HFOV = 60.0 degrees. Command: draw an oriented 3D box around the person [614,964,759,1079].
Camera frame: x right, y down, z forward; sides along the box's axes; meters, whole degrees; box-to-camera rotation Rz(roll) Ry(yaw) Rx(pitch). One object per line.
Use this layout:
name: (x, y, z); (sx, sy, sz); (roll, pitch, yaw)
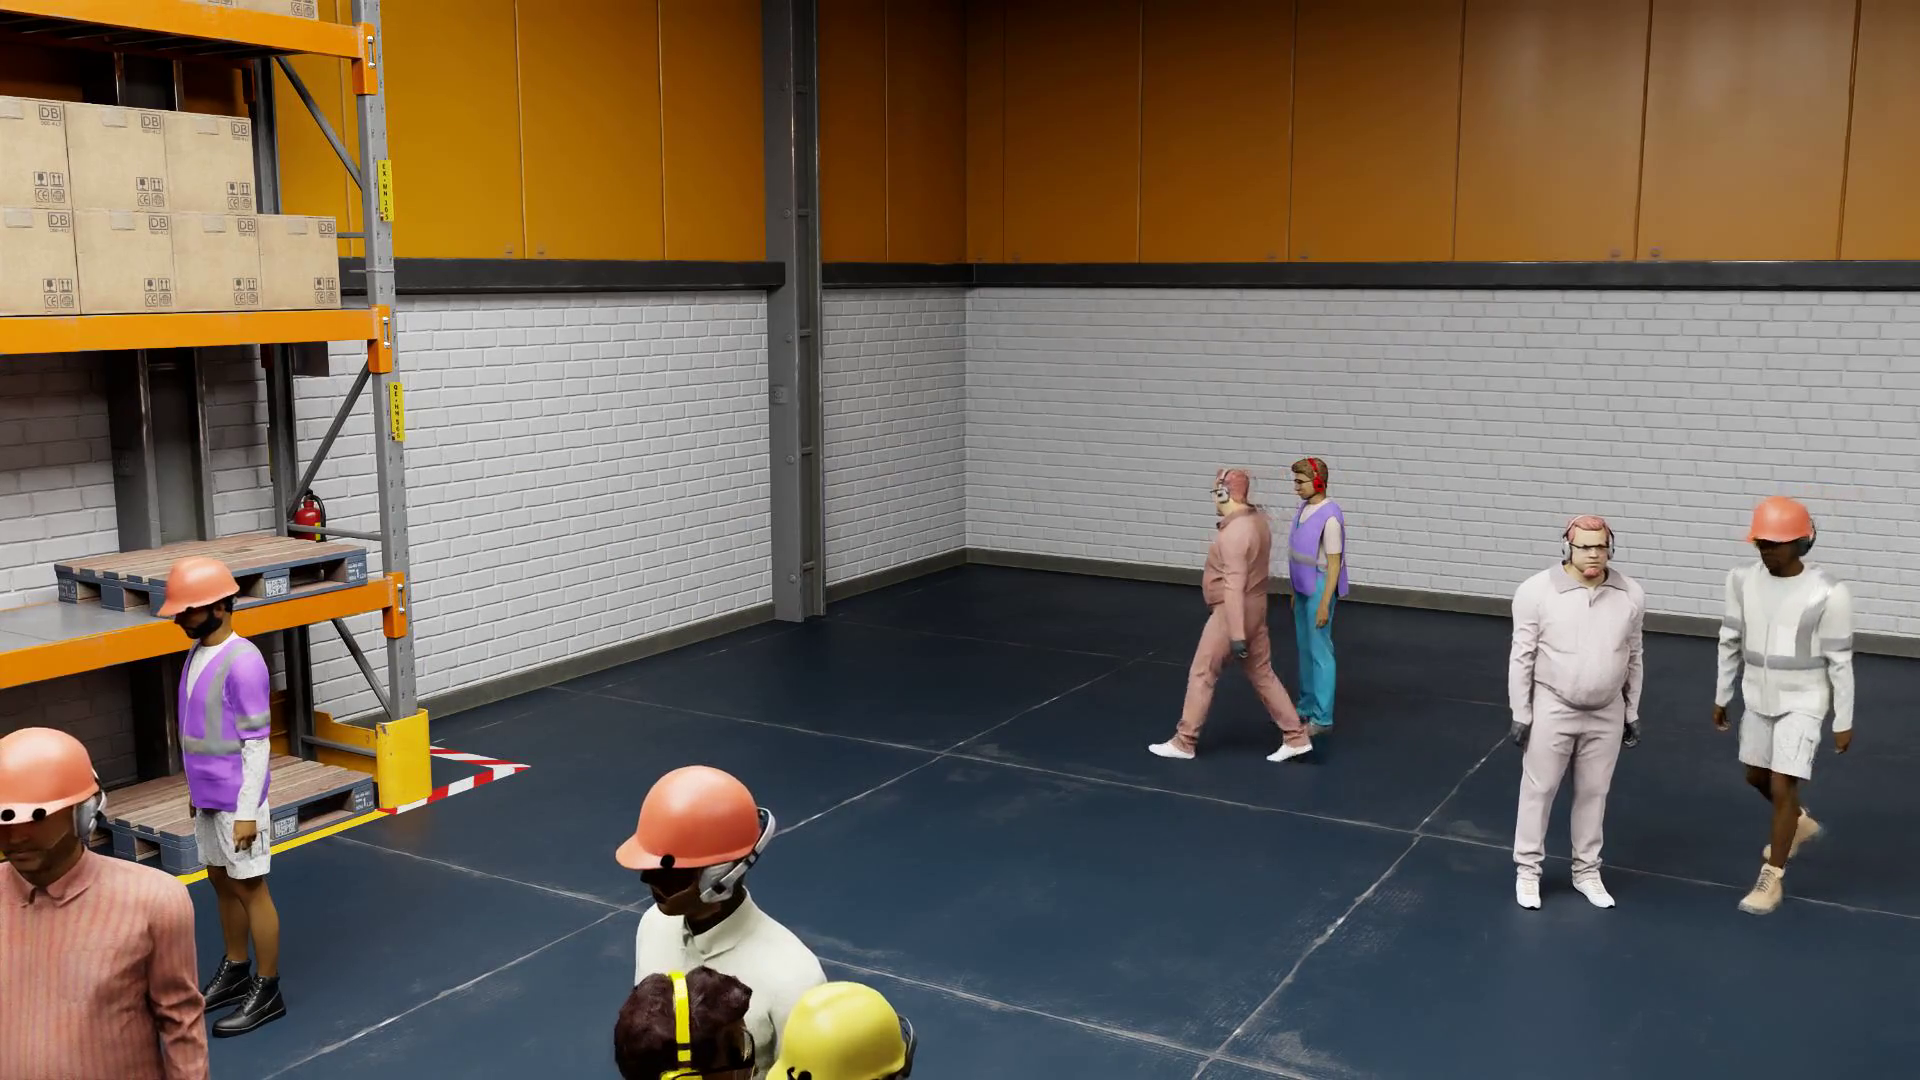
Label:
person: (-0.484, 1.641, 2.916); (0.310, 1.868, 0.533); (-4, 10, -24)

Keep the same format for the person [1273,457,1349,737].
person: (2.338, 0.371, 10.936); (0.389, 1.838, 0.563); (-1, 9, -9)

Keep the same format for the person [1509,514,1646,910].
person: (2.941, 0.821, 7.916); (0.645, 1.907, 0.400); (0, 9, -1)

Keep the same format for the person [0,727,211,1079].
person: (-2.115, 1.410, 3.960); (0.613, 1.995, 0.390); (-2, 9, -10)

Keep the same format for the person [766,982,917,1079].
person: (-0.191, 1.664, 3.125); (0.340, 1.760, 0.526); (-6, 11, -33)

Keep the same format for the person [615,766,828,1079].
person: (-0.531, 1.458, 3.672); (0.624, 1.990, 0.384); (8, 12, 42)

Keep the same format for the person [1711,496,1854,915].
person: (4.036, 0.758, 8.023); (0.866, 2.010, 0.627); (-6, 11, -32)

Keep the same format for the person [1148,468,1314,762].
person: (1.730, 0.476, 10.277); (0.976, 1.851, 0.623); (5, 10, 30)

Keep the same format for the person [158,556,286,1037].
person: (-2.958, 1.011, 6.654); (0.543, 1.932, 0.365); (8, 12, 42)
